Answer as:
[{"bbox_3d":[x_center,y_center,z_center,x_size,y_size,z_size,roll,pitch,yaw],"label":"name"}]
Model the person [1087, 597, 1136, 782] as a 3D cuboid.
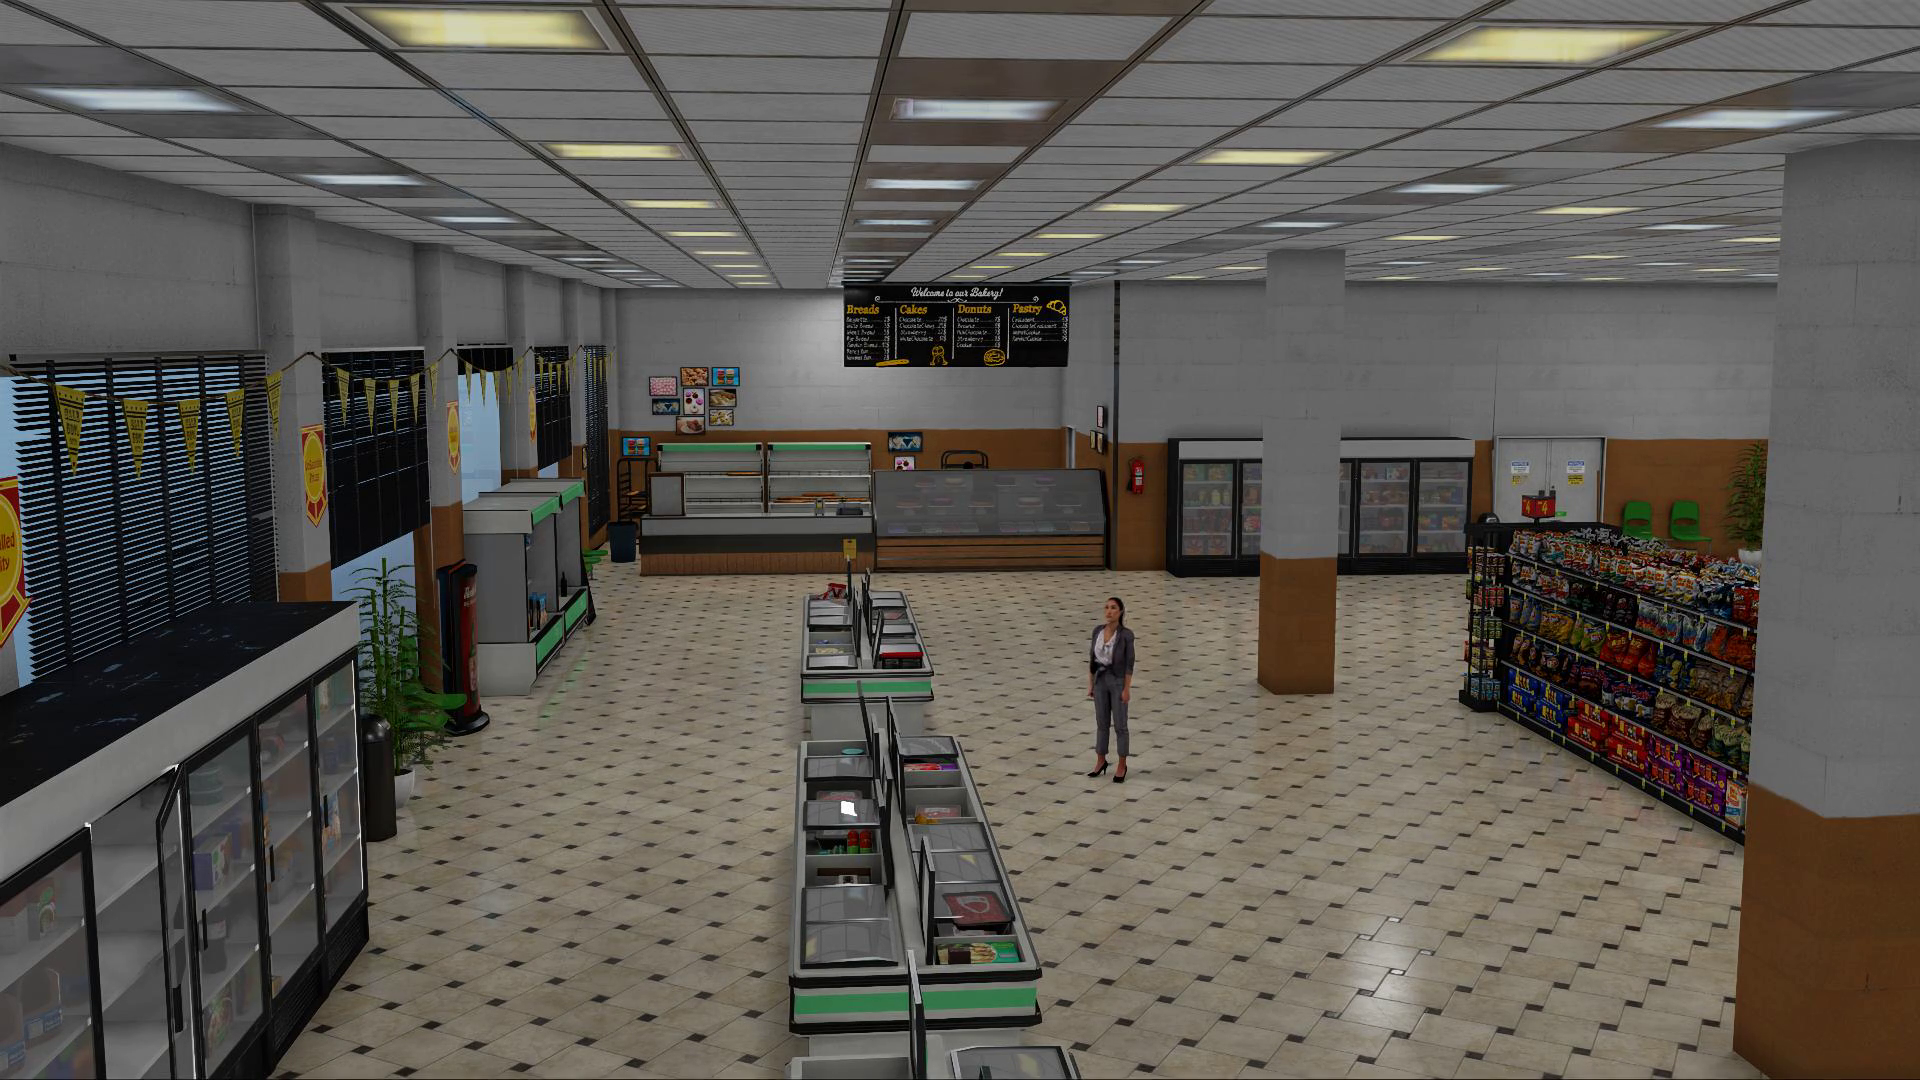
[{"bbox_3d":[1.388,1.348,15.195,0.725,1.678,0.781,5,9,38],"label":"person"}]
